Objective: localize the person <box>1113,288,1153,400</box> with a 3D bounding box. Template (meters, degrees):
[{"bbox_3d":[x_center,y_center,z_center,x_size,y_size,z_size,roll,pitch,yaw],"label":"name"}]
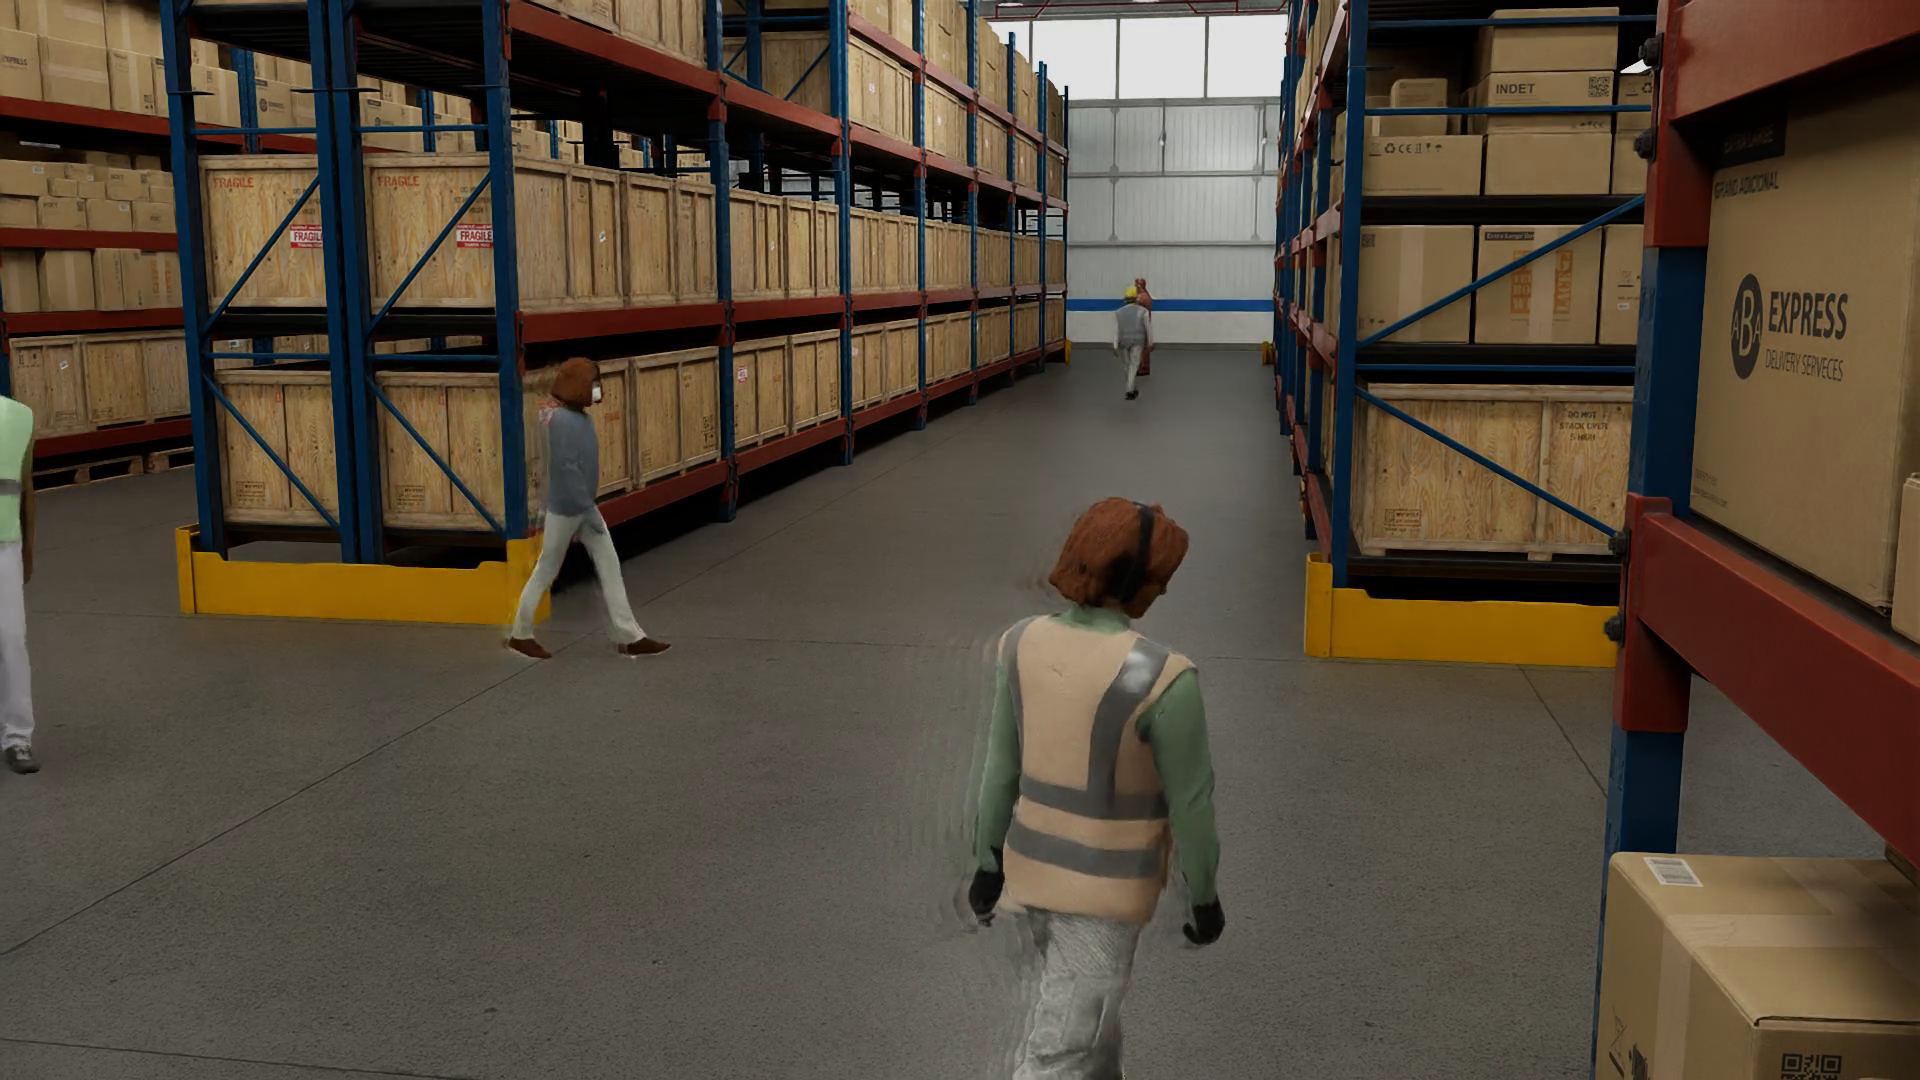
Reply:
[{"bbox_3d":[2.739,-3.131,26.539,0.588,1.778,0.947,4,10,26],"label":"person"}]

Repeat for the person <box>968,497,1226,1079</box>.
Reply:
[{"bbox_3d":[0.224,0.704,3.334,0.824,1.593,0.520,-7,12,-38],"label":"person"}]

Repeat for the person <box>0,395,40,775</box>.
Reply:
[{"bbox_3d":[-4.090,0.024,6.846,0.566,1.819,0.813,-8,12,-40],"label":"person"}]

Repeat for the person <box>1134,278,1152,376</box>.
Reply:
[{"bbox_3d":[3.522,-4.159,32.549,0.399,1.900,0.636,4,10,23],"label":"person"}]

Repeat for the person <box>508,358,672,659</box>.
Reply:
[{"bbox_3d":[-1.979,-0.149,8.623,0.877,1.586,0.494,2,9,12],"label":"person"}]
